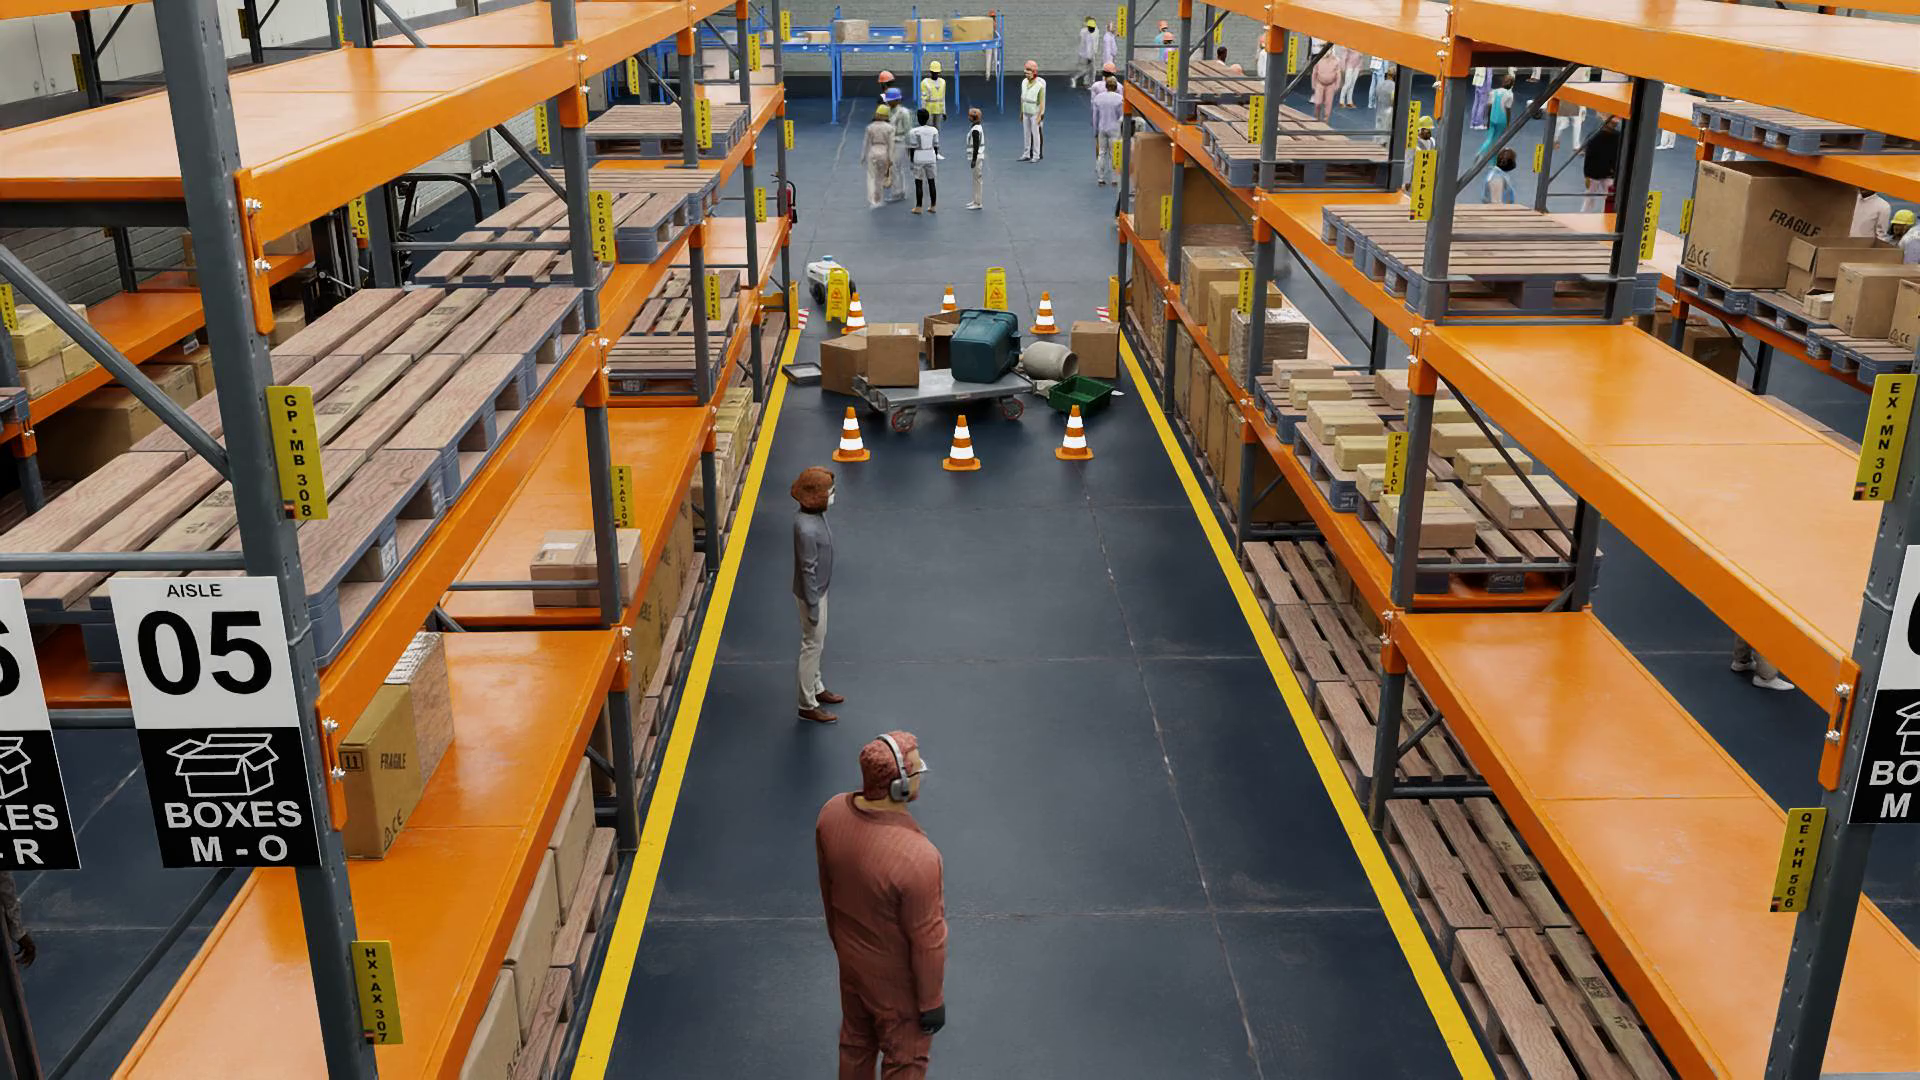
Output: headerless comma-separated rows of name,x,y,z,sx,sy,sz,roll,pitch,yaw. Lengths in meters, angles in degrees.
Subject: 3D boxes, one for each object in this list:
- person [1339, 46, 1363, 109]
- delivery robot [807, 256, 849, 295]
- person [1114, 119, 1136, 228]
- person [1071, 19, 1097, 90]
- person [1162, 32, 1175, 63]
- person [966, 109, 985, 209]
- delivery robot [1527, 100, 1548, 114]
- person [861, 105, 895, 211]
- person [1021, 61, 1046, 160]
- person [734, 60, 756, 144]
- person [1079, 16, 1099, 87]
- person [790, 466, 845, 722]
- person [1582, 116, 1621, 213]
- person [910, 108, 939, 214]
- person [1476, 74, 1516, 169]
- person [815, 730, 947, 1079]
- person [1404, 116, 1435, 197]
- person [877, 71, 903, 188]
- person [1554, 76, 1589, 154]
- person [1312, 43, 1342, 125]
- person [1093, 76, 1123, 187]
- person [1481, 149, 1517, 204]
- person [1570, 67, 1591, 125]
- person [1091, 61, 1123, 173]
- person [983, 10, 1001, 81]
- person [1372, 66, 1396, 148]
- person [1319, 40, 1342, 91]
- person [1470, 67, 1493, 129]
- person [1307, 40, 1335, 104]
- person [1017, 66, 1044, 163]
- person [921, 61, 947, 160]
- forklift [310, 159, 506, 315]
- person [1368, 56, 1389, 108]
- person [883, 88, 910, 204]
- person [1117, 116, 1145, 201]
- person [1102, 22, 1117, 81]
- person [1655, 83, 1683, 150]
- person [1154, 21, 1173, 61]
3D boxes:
person,9.834,-11.826,41.776,0.643,1.930,0.385,-14,25,-33
delivery robot,-1.688,-3.388,21.245,0.477,0.478,0.707,-10,23,-24
person,2.601,-5.739,26.037,0.327,1.677,0.598,3,21,7
person,3.498,-13.424,46.037,0.726,1.903,0.591,1,21,3
person,5.039,-11.366,40.532,0.344,1.942,0.551,7,22,17
person,0.257,-6.338,27.664,0.309,1.641,0.514,0,21,1
delivery robot,13.958,-10.417,39.818,0.707,0.478,0.477,-3,21,-7
person,-1.383,-6.321,27.545,0.587,1.699,0.714,4,21,12
person,1.441,-8.563,33.158,0.549,1.924,0.393,13,24,31
person,-4.563,-9.320,35.227,0.516,1.871,0.325,-16,26,-35
person,3.614,-13.734,46.799,0.630,1.940,0.370,-14,25,-33
person,-0.869,0.323,10.082,0.294,1.623,0.507,0,21,0
person,9.661,-5.463,24.924,0.654,1.939,1.004,-1,21,-3
person,-0.588,-6.189,27.203,0.537,1.693,0.319,-11,24,-28
person,10.230,-7.951,31.704,0.699,1.805,0.536,-14,25,-33
person,-0.255,1.597,6.318,0.399,1.909,0.642,-17,26,-37
person,6.933,-5.452,25.054,0.600,1.831,0.404,-14,25,-33
person,-1.289,-7.338,29.757,0.407,2.036,0.611,17,27,38
person,12.529,-8.860,34.034,0.606,1.855,0.730,-3,21,-8
person,8.341,-10.346,37.919,0.645,1.892,0.432,4,21,10
person,2.681,-7.322,29.850,0.629,1.940,0.379,12,24,28
person,6.987,-4.170,21.683,0.434,1.832,0.632,6,22,16
person,14.464,-10.476,38.625,0.285,1.622,0.512,12,24,30
person,2.783,-8.011,31.525,0.611,2.042,0.395,7,22,17
person,0.947,-14.477,48.701,0.620,1.985,0.409,-4,21,-10
person,8.176,-8.093,31.913,0.377,1.932,0.624,-9,22,-21
person,10.038,-13.141,45.087,0.717,2.000,0.543,-9,22,-22
person,11.867,-10.296,37.760,0.403,1.908,0.600,-5,21,-14
person,9.284,-12.026,42.589,0.524,1.723,0.853,18,27,39
person,1.417,-8.388,32.795,0.389,1.847,0.566,-19,28,-41
person,-0.508,-8.518,33.030,0.589,1.923,0.383,-15,25,-34
forklift,-5.622,-2.910,17.832,2.313,2.155,1.214,-1,21,-1
person,10.516,-11.821,41.778,0.390,1.913,0.590,-10,23,-25
person,-1.148,-6.689,28.204,0.760,1.906,0.650,-15,26,-35
person,2.923,-6.660,28.392,0.491,1.730,0.323,8,22,20
person,4.043,-12.990,44.897,0.394,1.899,0.642,3,21,7
person,14.771,-8.956,34.588,0.518,1.636,0.312,-12,24,-28
person,5.335,-12.675,43.921,0.608,1.995,0.377,-13,24,-31
